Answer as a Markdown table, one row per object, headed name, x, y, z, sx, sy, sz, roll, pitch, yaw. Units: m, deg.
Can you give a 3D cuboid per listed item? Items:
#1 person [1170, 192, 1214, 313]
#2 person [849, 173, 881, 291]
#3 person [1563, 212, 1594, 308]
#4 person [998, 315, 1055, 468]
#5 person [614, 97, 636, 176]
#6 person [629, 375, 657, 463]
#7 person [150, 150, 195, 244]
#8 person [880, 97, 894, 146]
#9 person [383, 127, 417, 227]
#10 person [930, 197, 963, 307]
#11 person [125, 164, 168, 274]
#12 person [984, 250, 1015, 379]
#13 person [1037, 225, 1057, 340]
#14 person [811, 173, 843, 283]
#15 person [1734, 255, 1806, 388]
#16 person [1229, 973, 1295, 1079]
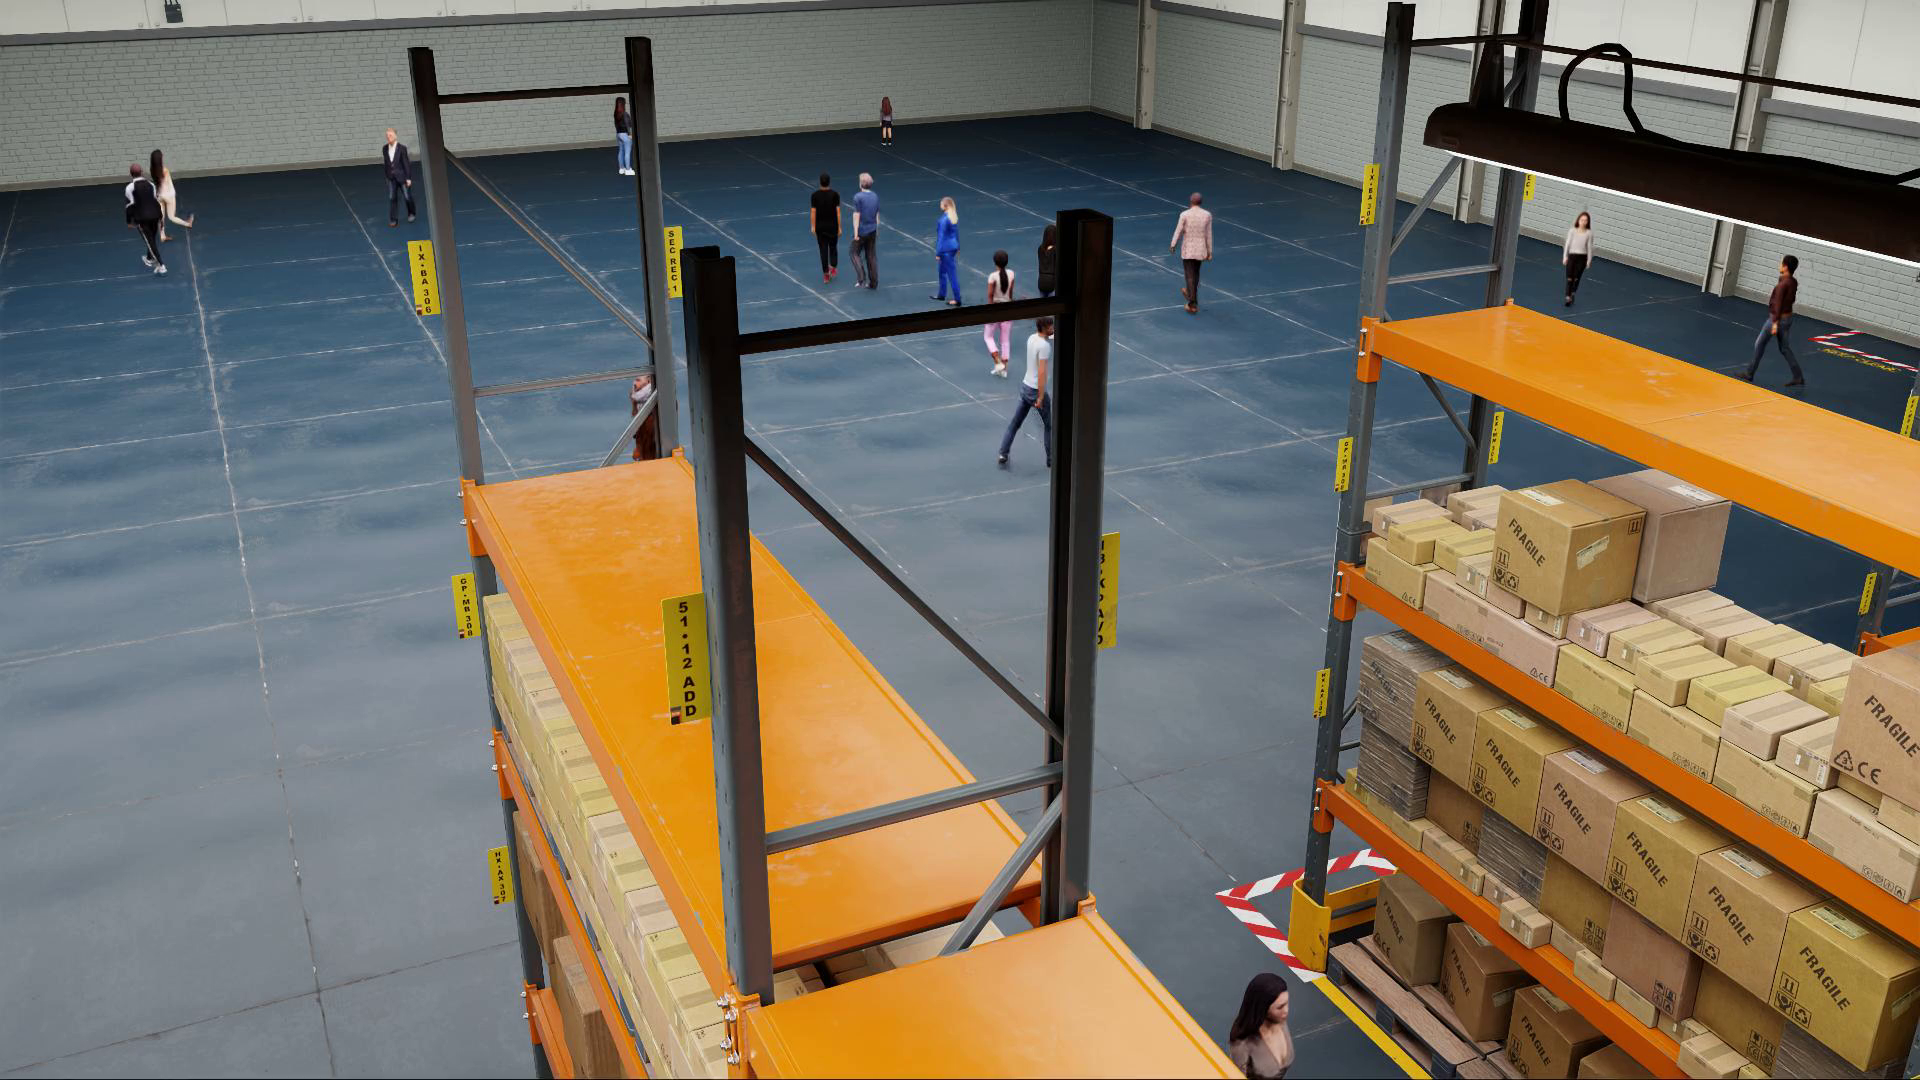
| name | x | y | z | sx | sy | sz | roll | pitch | yaw |
| --- | --- | --- | --- | --- | --- | --- | --- | --- | --- |
| person | 3.597 | -4.360 | 25.403 | 0.796 | 1.765 | 1.183 | -7 | 24 | -17 |
| person | -1.449 | -4.884 | 26.525 | 0.753 | 1.853 | 0.772 | -17 | 28 | -34 |
| person | 9.578 | -4.350 | 25.797 | 0.957 | 1.438 | 1.030 | 8 | 24 | 17 |
| person | 0.791 | -1.689 | 19.043 | 0.784 | 1.828 | 0.936 | -14 | 27 | -30 |
| person | -7.239 | -8.706 | 35.792 | 0.761 | 1.634 | 0.603 | -20 | 30 | -38 |
| person | -3.117 | -0.938 | 17.332 | 1.185 | 1.785 | 1.144 | 14 | 27 | 30 |
| person | -14.188 | -6.190 | 29.853 | 0.883 | 1.651 | 0.818 | -7 | 24 | -16 |
| person | -1.742 | -9.926 | 39.334 | 0.477 | 1.106 | 0.455 | -9 | 25 | -20 |
| person | -10.471 | -6.799 | 31.133 | 1.089 | 1.771 | 1.279 | 3 | 23 | 6 |
| person | -0.079 | -4.435 | 25.687 | 0.964 | 1.681 | 0.902 | 8 | 24 | 19 |
| person | -13.458 | -5.304 | 27.593 | 1.286 | 1.789 | 1.064 | 16 | 28 | 32 |
| person | 0.593 | -2.999 | 22.245 | 0.601 | 1.733 | 0.648 | -12 | 26 | -26 |
| person | 1.292 | -3.752 | 24.129 | 0.576 | 1.645 | 0.685 | 19 | 29 | 37 |
| person | -2.175 | -5.063 | 27.092 | 0.870 | 1.738 | 1.030 | -1 | 23 | -2 |
| person | 10.841 | -2.821 | 21.820 | 0.869 | 1.738 | 1.215 | -18 | 29 | -36 |
| person | 1.401 | 2.889 | 8.443 | 0.869 | 1.699 | 1.171 | -21 | 31 | -41 |
